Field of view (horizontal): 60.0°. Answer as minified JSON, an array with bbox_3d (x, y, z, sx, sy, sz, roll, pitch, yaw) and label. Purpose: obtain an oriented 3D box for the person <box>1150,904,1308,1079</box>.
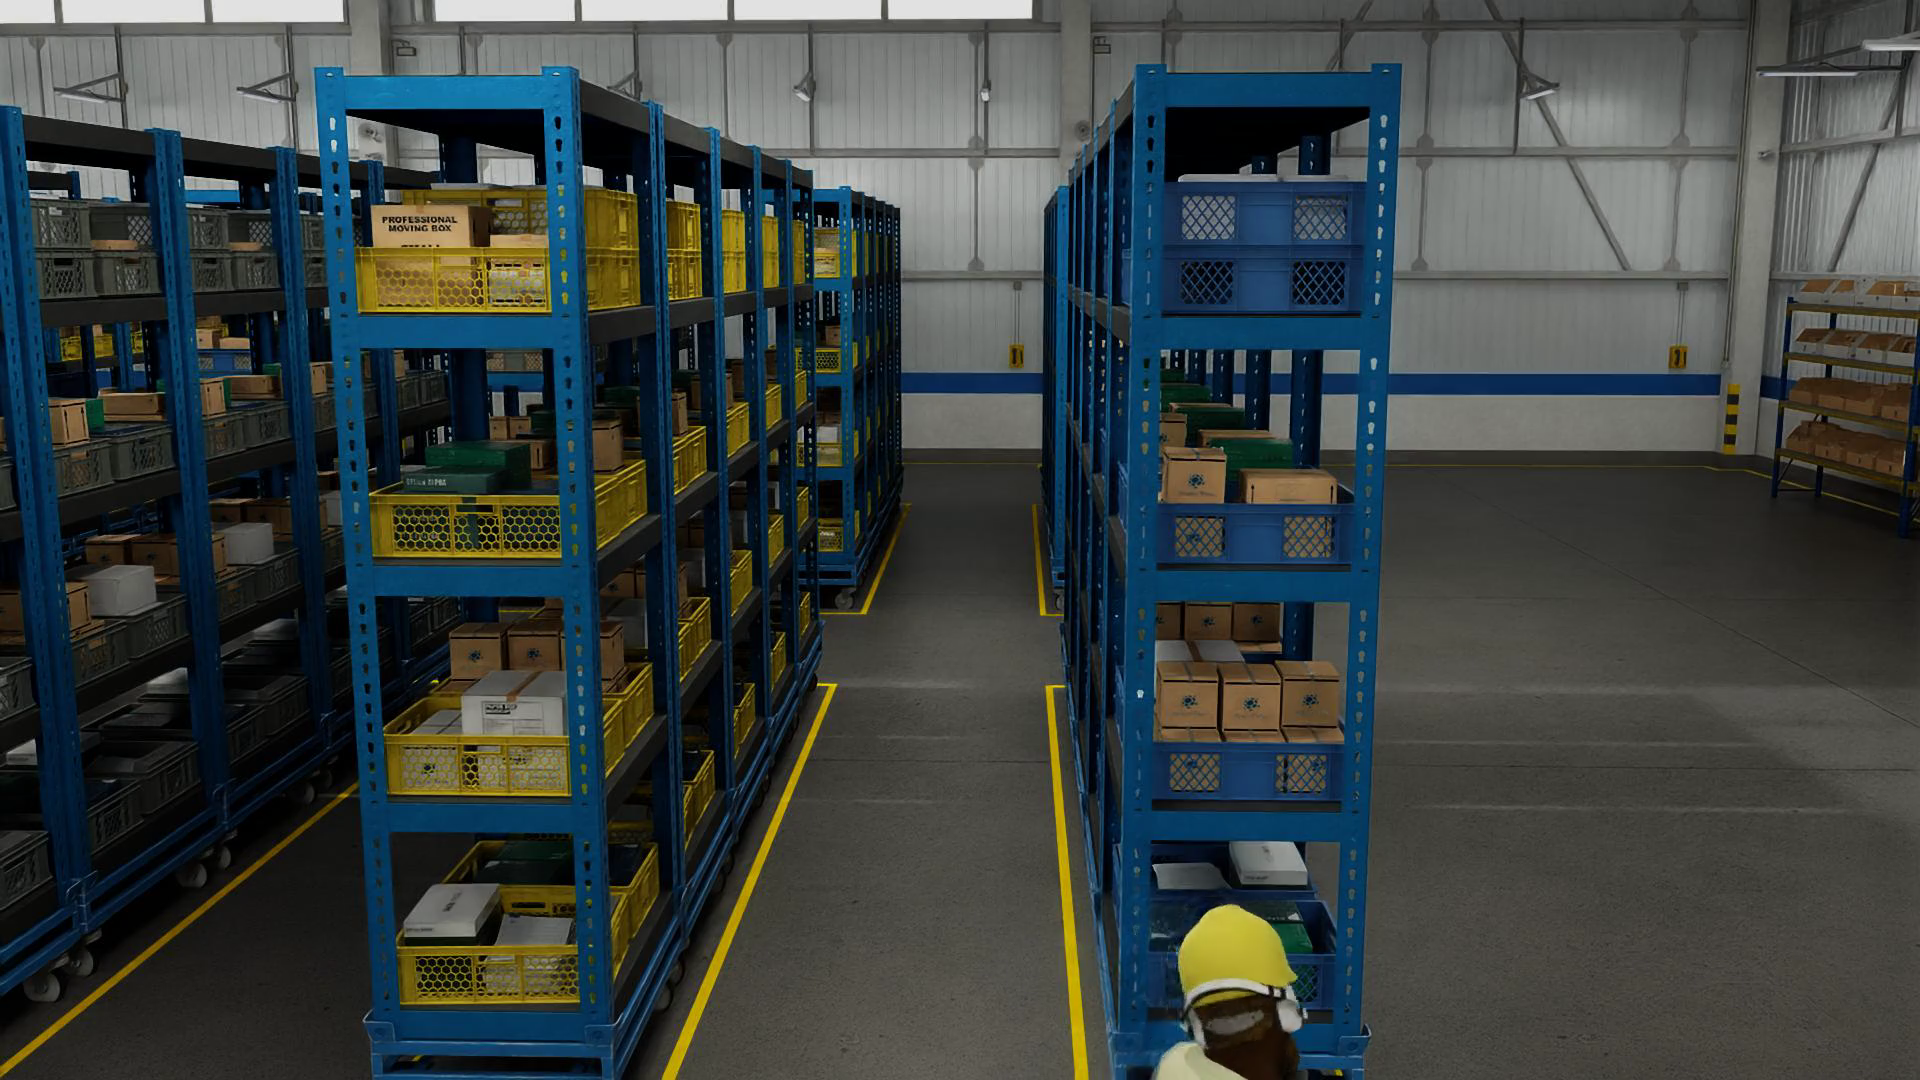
[{"bbox_3d":[0.635,1.610,3.251,0.626,1.767,0.637,-2,10,-11],"label":"person"}]
